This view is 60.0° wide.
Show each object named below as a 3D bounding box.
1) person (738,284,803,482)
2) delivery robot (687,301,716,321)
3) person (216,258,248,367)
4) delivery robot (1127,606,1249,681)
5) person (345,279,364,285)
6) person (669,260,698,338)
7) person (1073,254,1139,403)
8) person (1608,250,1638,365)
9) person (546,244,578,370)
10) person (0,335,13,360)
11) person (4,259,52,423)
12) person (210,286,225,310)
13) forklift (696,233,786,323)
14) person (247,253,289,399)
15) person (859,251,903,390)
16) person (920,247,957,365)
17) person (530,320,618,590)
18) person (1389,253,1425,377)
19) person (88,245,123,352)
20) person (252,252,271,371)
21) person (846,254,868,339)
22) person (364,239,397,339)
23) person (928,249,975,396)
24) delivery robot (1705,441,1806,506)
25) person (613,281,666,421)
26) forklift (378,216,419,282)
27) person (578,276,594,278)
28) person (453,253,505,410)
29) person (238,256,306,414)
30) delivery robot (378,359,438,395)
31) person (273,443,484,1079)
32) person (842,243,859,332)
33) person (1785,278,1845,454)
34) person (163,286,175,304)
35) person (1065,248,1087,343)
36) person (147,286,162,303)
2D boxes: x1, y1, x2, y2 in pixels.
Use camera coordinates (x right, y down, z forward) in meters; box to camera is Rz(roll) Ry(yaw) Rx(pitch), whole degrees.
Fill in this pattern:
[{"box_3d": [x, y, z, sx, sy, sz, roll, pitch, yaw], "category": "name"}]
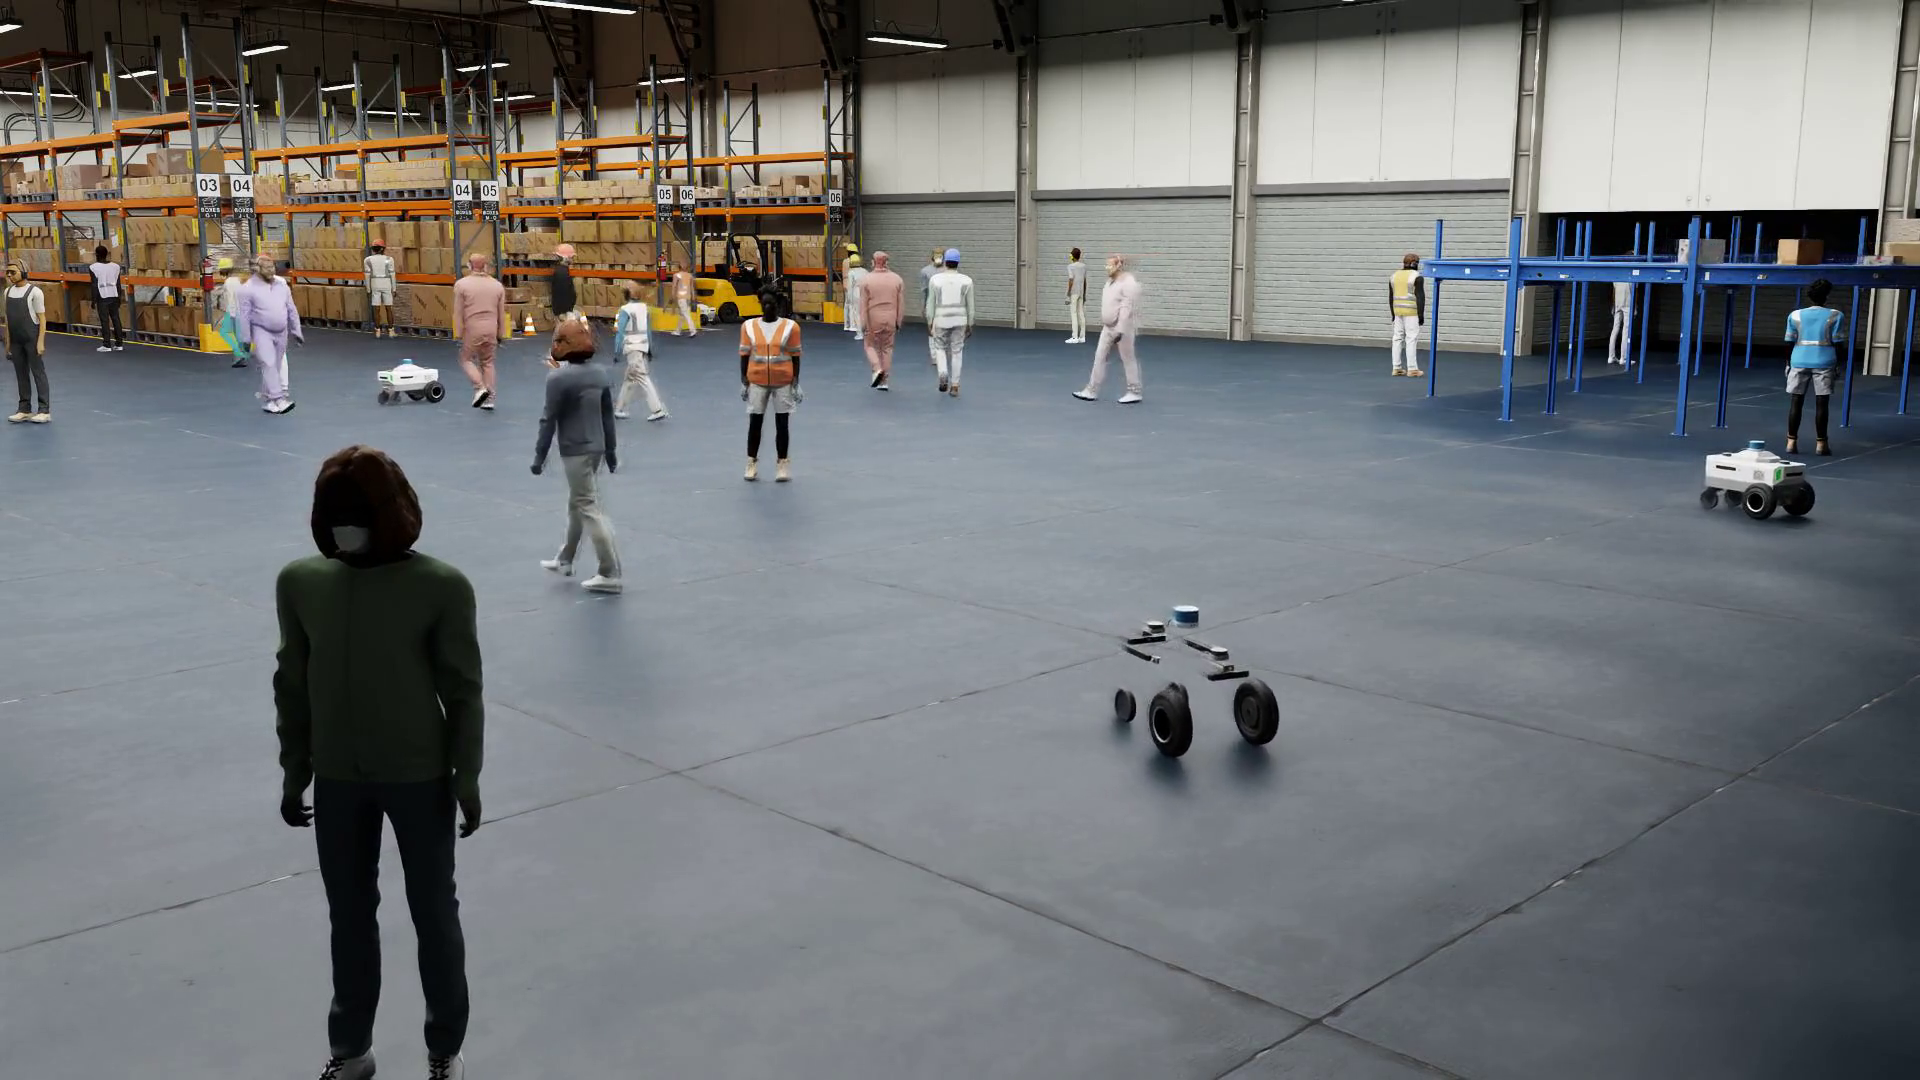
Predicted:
[{"box_3d": [-1.638, -1.354, 14.396, 0.563, 1.687, 0.376, 0, 10, -1], "category": "person"}, {"box_3d": [-6.174, -5.436, 39.585, 0.707, 0.478, 0.477, 6, 12, 29], "category": "delivery robot"}, {"box_3d": [-11.699, -3.650, 26.738, 0.391, 1.751, 0.529, 0, 10, -2], "category": "person"}, {"box_3d": [0.961, 0.399, 7.057, 0.335, 0.223, 0.698, -5, 11, -23], "category": "delivery robot"}, {"box_3d": [-16.477, -7.089, 45.224, 0.429, 1.842, 0.634, 5, 12, 27], "category": "person"}, {"box_3d": [-5.744, -5.022, 34.623, 0.875, 1.597, 0.516, 7, 13, 35], "category": "person"}, {"box_3d": [1.881, -2.647, 20.944, 0.925, 1.871, 0.647, -6, 12, -29], "category": "person"}, {"box_3d": [10.965, -3.829, 27.410, 0.312, 1.860, 0.501, -6, 12, -30], "category": "person"}, {"box_3d": [-5.921, -3.432, 24.898, 0.473, 1.981, 0.616, -4, 11, -21], "category": "person"}, {"box_3d": [-16.039, -3.832, 27.325, 0.577, 1.898, 0.758, 5, 12, 27], "category": "person"}, {"box_3d": [-10.596, -2.254, 18.852, 0.506, 1.846, 0.346, 2, 11, 13], "category": "person"}, {"box_3d": [-16.255, -5.352, 36.313, 0.310, 1.637, 0.523, 5, 12, 28], "category": "person"}, {"box_3d": [-5.496, -6.489, 41.108, 2.313, 2.155, 1.214, -10, 14, -44], "category": "forklift"}, {"box_3d": [-9.021, -2.791, 21.679, 0.355, 1.882, 0.575, 6, 12, 28], "category": "person"}, {"box_3d": [-1.087, -2.998, 22.775, 0.652, 1.890, 0.453, -4, 11, -20], "category": "person"}, {"box_3d": [-0.352, -3.863, 27.437, 0.633, 1.925, 0.579, 0, 10, 0], "category": "person"}, {"box_3d": [-2.368, -0.510, 10.010, 0.789, 1.600, 0.506, 5, 11, 24], "category": "person"}, {"box_3d": [6.774, -3.398, 25.122, 0.430, 1.838, 0.619, -7, 12, -34], "category": "person"}, {"box_3d": [-15.656, -4.430, 30.512, 0.392, 1.922, 0.592, 5, 12, 27], "category": "person"}, {"box_3d": [-10.782, -3.526, 25.783, 0.389, 1.847, 0.567, -4, 11, -21], "category": "person"}, {"box_3d": [-2.080, -4.968, 33.957, 0.524, 1.719, 0.419, -8, 13, -37], "category": "person"}, {"box_3d": [-11.935, -5.181, 34.299, 0.605, 2.034, 0.392, -2, 11, -10], "category": "person"}, {"box_3d": [-0.112, -2.888, 22.063, 0.639, 1.928, 0.457, -1, 10, -3], "category": "person"}, {"box_3d": [6.099, -0.519, 12.774, 0.477, 0.478, 0.707, -5, 11, -25], "category": "delivery robot"}, {"box_3d": [-3.712, -2.160, 19.019, 0.851, 1.596, 0.530, 4, 11, 21], "category": "person"}, {"box_3d": [-17.868, -9.201, 54.028, 1.873, 2.768, 1.129, -10, 14, -44], "category": "forklift"}, {"box_3d": [-9.962, -6.992, 44.488, 0.565, 1.911, 0.745, -6, 12, -31], "category": "person"}, {"box_3d": [-5.844, -2.524, 20.203, 0.666, 1.888, 0.433, -9, 14, -40], "category": "person"}, {"box_3d": [-8.104, -2.416, 19.701, 0.965, 1.863, 0.646, 7, 13, 34], "category": "person"}, {"box_3d": [-7.020, -2.057, 21.160, 0.477, 0.478, 0.707, 9, 13, 40], "category": "delivery robot"}, {"box_3d": [-1.386, 0.578, 3.985, 0.499, 1.633, 0.285, 1, 10, 6], "category": "person"}, {"box_3d": [-2.391, -5.563, 36.674, 0.364, 1.928, 0.587, -6, 12, -30], "category": "person"}, {"box_3d": [8.291, -1.687, 16.162, 0.529, 1.697, 0.321, 8, 13, 37], "category": "person"}, {"box_3d": [-22.982, -7.643, 48.385, 0.652, 1.789, 0.947, -3, 11, -13], "category": "person"}, {"box_3d": [2.284, -4.819, 32.786, 0.533, 1.865, 0.310, -9, 14, -41], "category": "person"}, {"box_3d": [-21.964, -7.145, 45.438, 0.646, 1.878, 0.963, 4, 11, 20], "category": "person"}]
